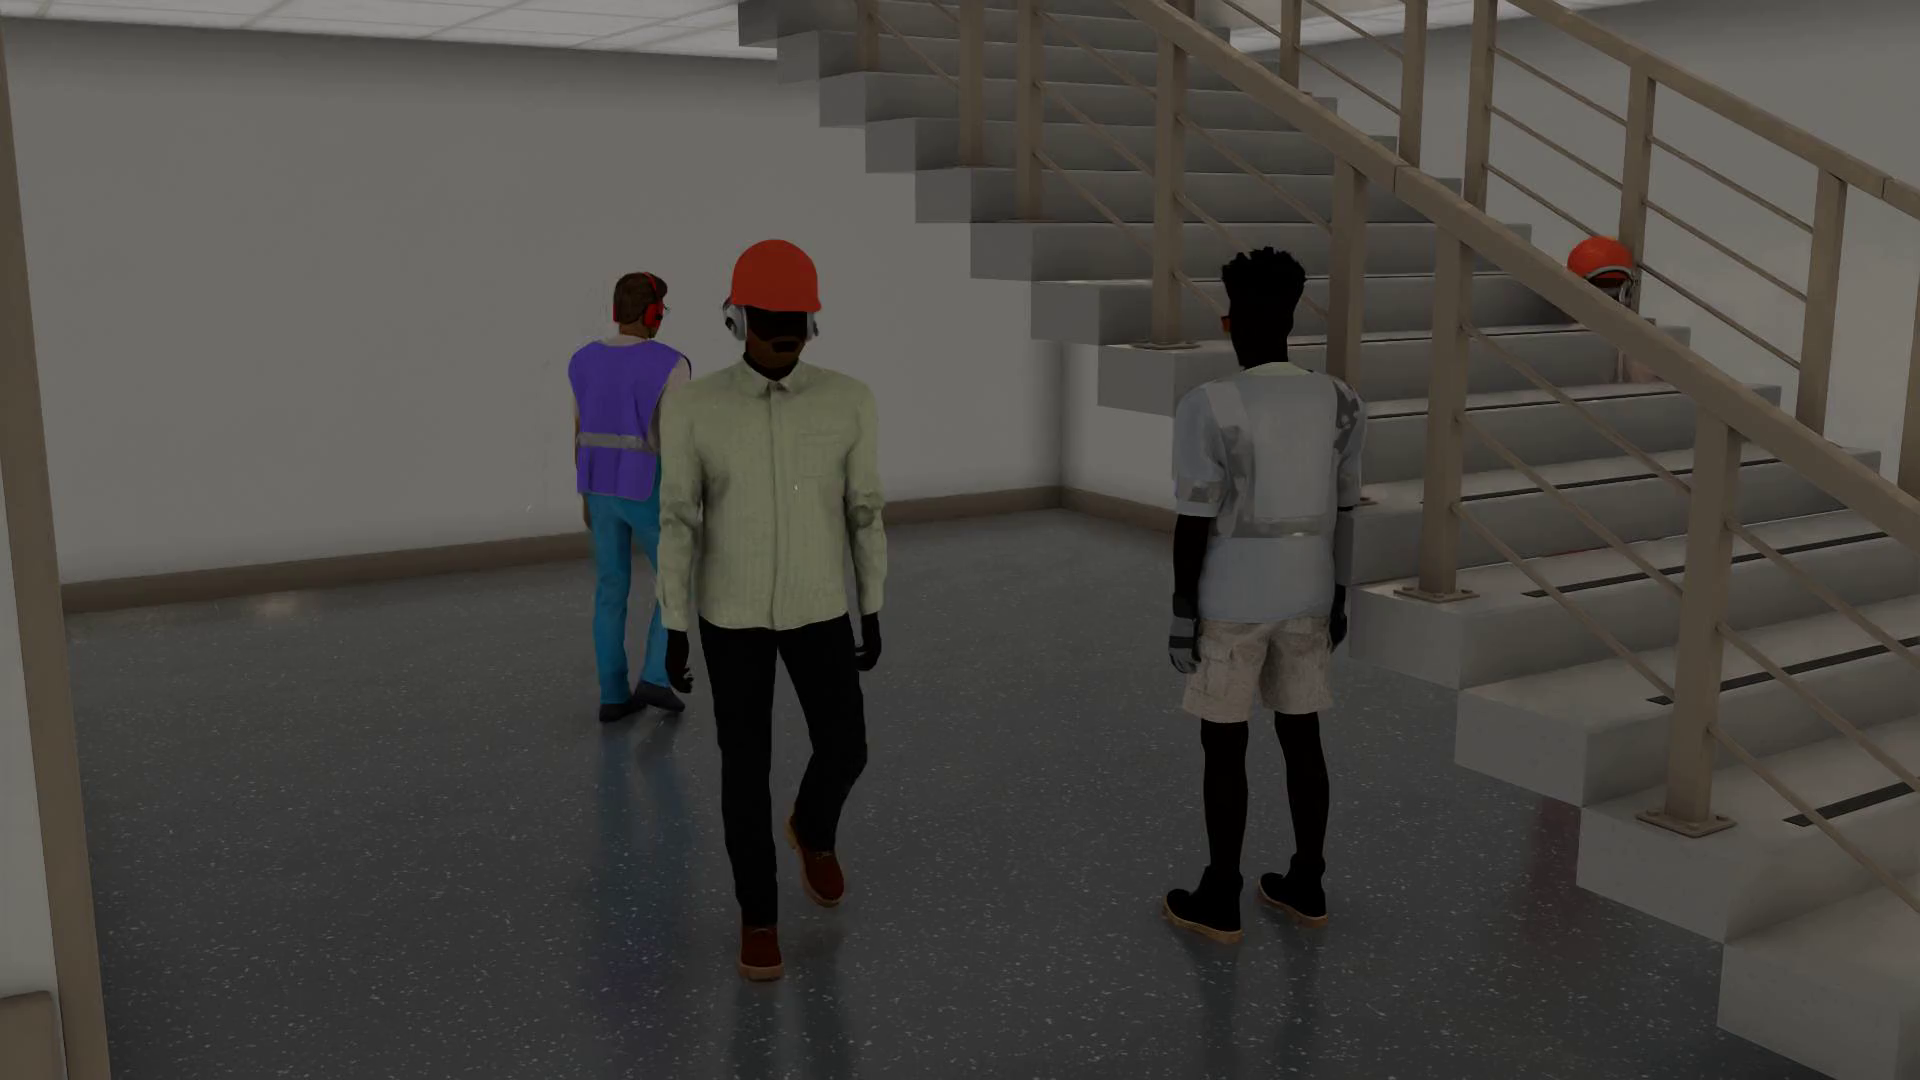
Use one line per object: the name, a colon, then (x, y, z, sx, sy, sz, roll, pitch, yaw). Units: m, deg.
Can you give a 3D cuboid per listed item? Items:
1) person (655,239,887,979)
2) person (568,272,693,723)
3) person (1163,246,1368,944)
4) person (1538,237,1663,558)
person: (-0.516, 0.182, 4.548, 0.645, 1.980, 0.492, -3, 11, -15)
person: (-1.329, -0.162, 6.754, 0.579, 1.824, 0.444, 4, 12, 20)
person: (0.856, 0.160, 4.723, 0.599, 1.958, 0.368, -4, 12, -22)
person: (2.492, -0.197, 6.630, 0.644, 1.975, 0.731, -2, 11, -11)
